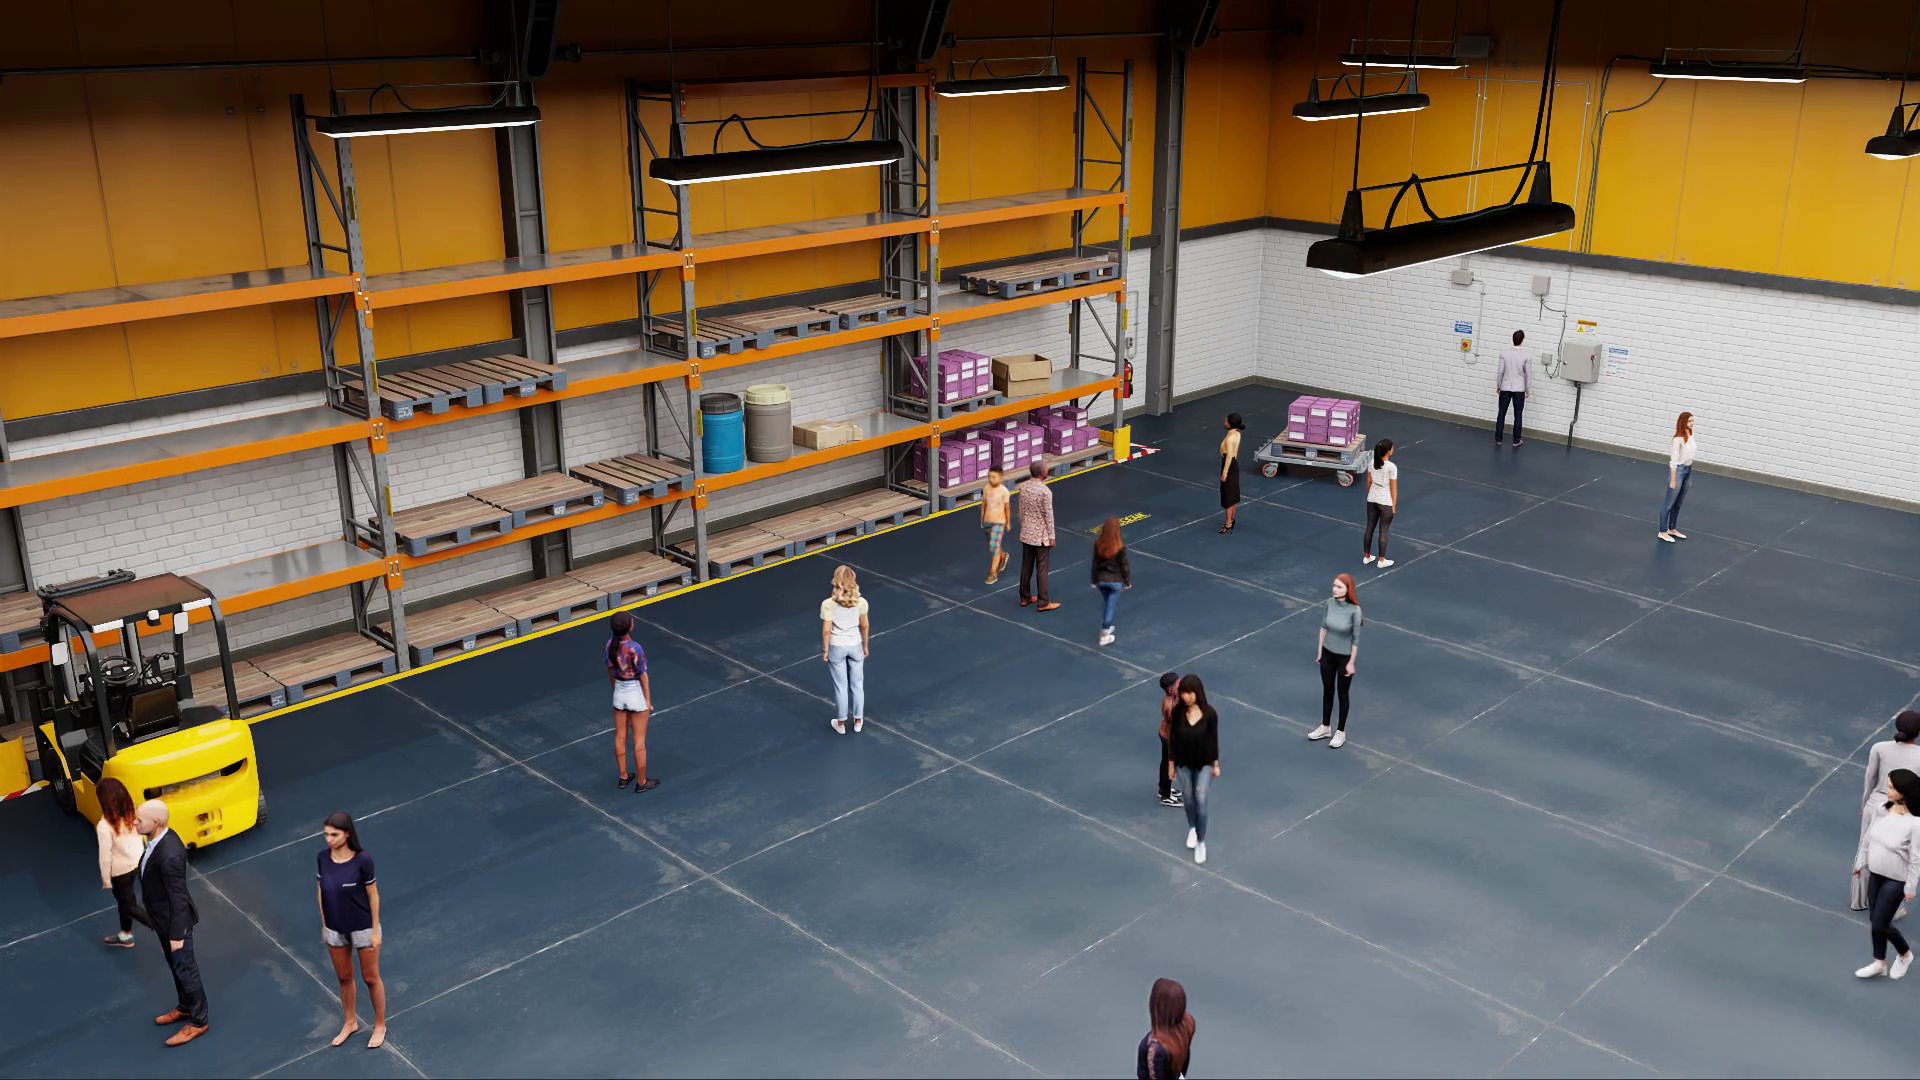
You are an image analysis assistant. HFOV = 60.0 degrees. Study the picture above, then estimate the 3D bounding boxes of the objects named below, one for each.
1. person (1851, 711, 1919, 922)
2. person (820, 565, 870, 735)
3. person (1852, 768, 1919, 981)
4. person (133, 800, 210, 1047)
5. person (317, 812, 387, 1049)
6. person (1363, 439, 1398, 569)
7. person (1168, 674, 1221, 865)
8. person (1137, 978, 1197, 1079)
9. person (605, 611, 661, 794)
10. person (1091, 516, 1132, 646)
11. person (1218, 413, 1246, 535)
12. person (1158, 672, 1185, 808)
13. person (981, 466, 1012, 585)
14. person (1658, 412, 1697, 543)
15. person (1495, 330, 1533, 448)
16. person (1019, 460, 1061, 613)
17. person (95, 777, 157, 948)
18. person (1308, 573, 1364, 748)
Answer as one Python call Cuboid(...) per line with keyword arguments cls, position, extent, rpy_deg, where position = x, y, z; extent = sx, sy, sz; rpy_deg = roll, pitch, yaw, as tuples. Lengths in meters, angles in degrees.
Cuboid(cls="person", position=(7.344, 2.149, 13.090), extent=(0.646, 1.737, 0.544), rpy_deg=(15, 24, 38))
Cuboid(cls="person", position=(-1.117, 1.073, 16.306), extent=(0.650, 1.723, 0.771), rpy_deg=(-5, 19, -15))
Cuboid(cls="person", position=(6.913, 2.465, 12.234), extent=(0.819, 1.684, 0.768), rpy_deg=(-5, 19, -15))
Cuboid(cls="person", position=(-5.491, 2.622, 11.588), extent=(0.620, 1.799, 0.700), rpy_deg=(-14, 23, -35))
Cuboid(cls="person", position=(-4.192, 2.673, 11.488), extent=(0.664, 1.766, 0.700), rpy_deg=(3, 19, 8))
Cuboid(cls="person", position=(5.319, -0.480, 21.040), extent=(0.526, 1.645, 0.577), rpy_deg=(-16, 24, -39))
Cuboid(cls="person", position=(1.992, 1.855, 14.135), extent=(0.780, 1.627, 0.885), rpy_deg=(5, 19, 16))
Cuboid(cls="person", position=(1.191, 3.301, 9.871), extent=(0.691, 1.608, 0.530), rpy_deg=(13, 22, 33))
Cuboid(cls="person", position=(-3.013, 1.452, 15.149), extent=(0.650, 1.743, 0.615), rpy_deg=(9, 21, 26))
Cuboid(cls="person", position=(1.634, 0.472, 18.494), extent=(0.647, 1.466, 0.724), rpy_deg=(12, 22, 31))
Cuboid(cls="person", position=(3.615, -0.901, 22.278), extent=(0.700, 1.653, 0.587), rpy_deg=(8, 20, 22))
Cuboid(cls="person", position=(1.890, 1.773, 14.961), extent=(0.655, 1.255, 0.593), rpy_deg=(0, 19, 1))
Cuboid(cls="person", position=(0.469, -0.224, 20.602), extent=(0.707, 1.439, 1.015), rpy_deg=(10, 21, 28))
Cuboid(cls="person", position=(9.520, -0.858, 22.031), extent=(0.498, 1.729, 0.670), rpy_deg=(-13, 22, -33))
Cuboid(cls="person", position=(8.804, -2.425, 26.495), extent=(0.744, 1.850, 0.678), rpy_deg=(9, 21, 25))
Cuboid(cls="person", position=(0.900, -0.065, 19.553), extent=(0.577, 1.808, 0.673), rpy_deg=(-17, 25, -40))
Cuboid(cls="person", position=(-6.245, 2.477, 12.545), extent=(0.980, 1.462, 0.955), rpy_deg=(2, 19, 5))
Cuboid(cls="person", position=(3.652, 1.145, 16.061), extent=(0.552, 1.743, 0.584), rpy_deg=(-15, 24, -38))
